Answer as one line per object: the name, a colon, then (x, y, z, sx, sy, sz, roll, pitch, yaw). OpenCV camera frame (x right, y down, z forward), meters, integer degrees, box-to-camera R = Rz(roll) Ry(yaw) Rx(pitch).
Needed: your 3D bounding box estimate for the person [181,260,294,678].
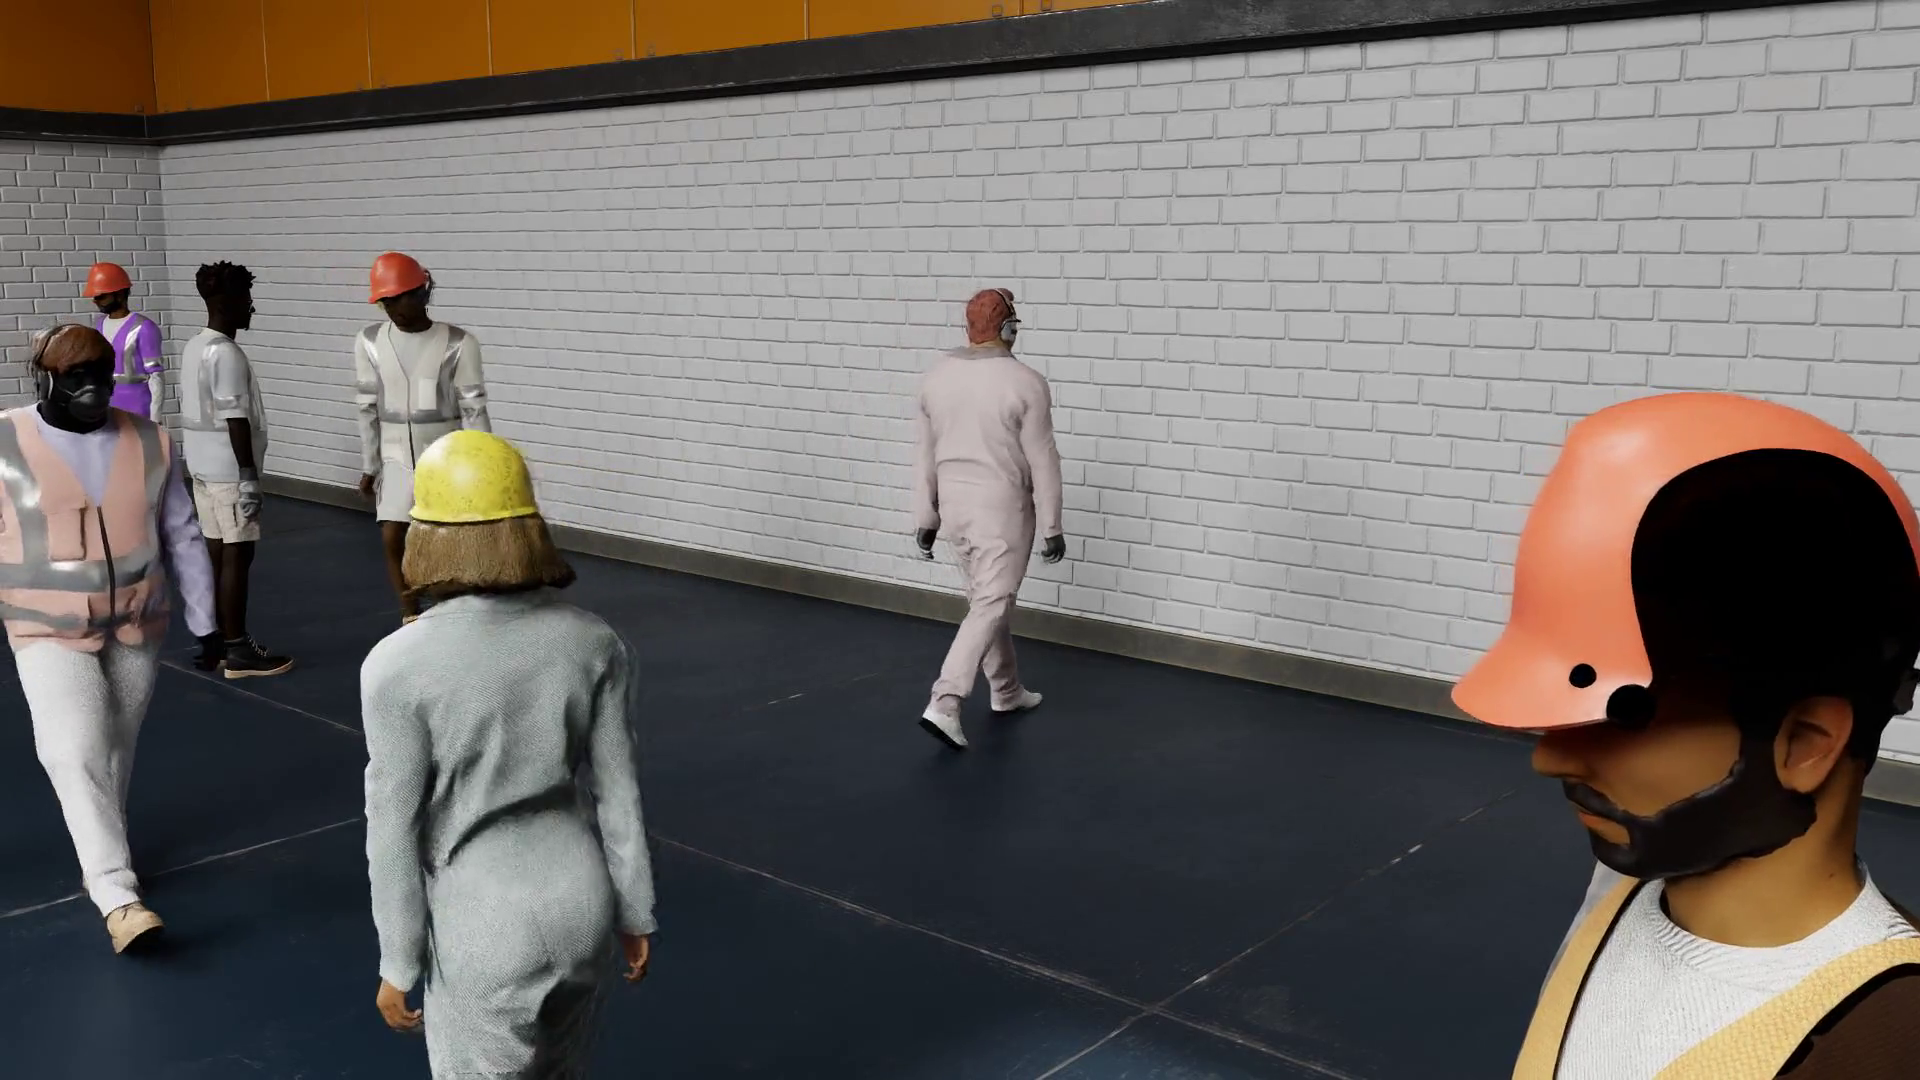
person: (-3.466, -0.335, 7.901, 0.363, 1.963, 0.612, -8, 13, -40)

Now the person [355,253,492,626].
person: (-2.576, -0.370, 8.015, 0.654, 1.994, 0.754, 0, 10, 0)

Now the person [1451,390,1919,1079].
person: (0.511, 0.854, 1.236, 0.366, 1.931, 0.542, 0, 10, -1)

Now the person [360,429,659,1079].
person: (-0.708, 0.674, 2.845, 0.688, 1.719, 0.494, 9, 13, 41)

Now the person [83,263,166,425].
person: (-5.438, -0.829, 10.827, 0.546, 1.927, 0.385, 3, 10, 18)

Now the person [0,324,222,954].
person: (-2.495, 0.278, 4.878, 0.925, 1.794, 0.665, 9, 13, 40)

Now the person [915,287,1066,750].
person: (0.096, -0.106, 6.866, 0.653, 1.867, 0.958, 8, 13, 40)
